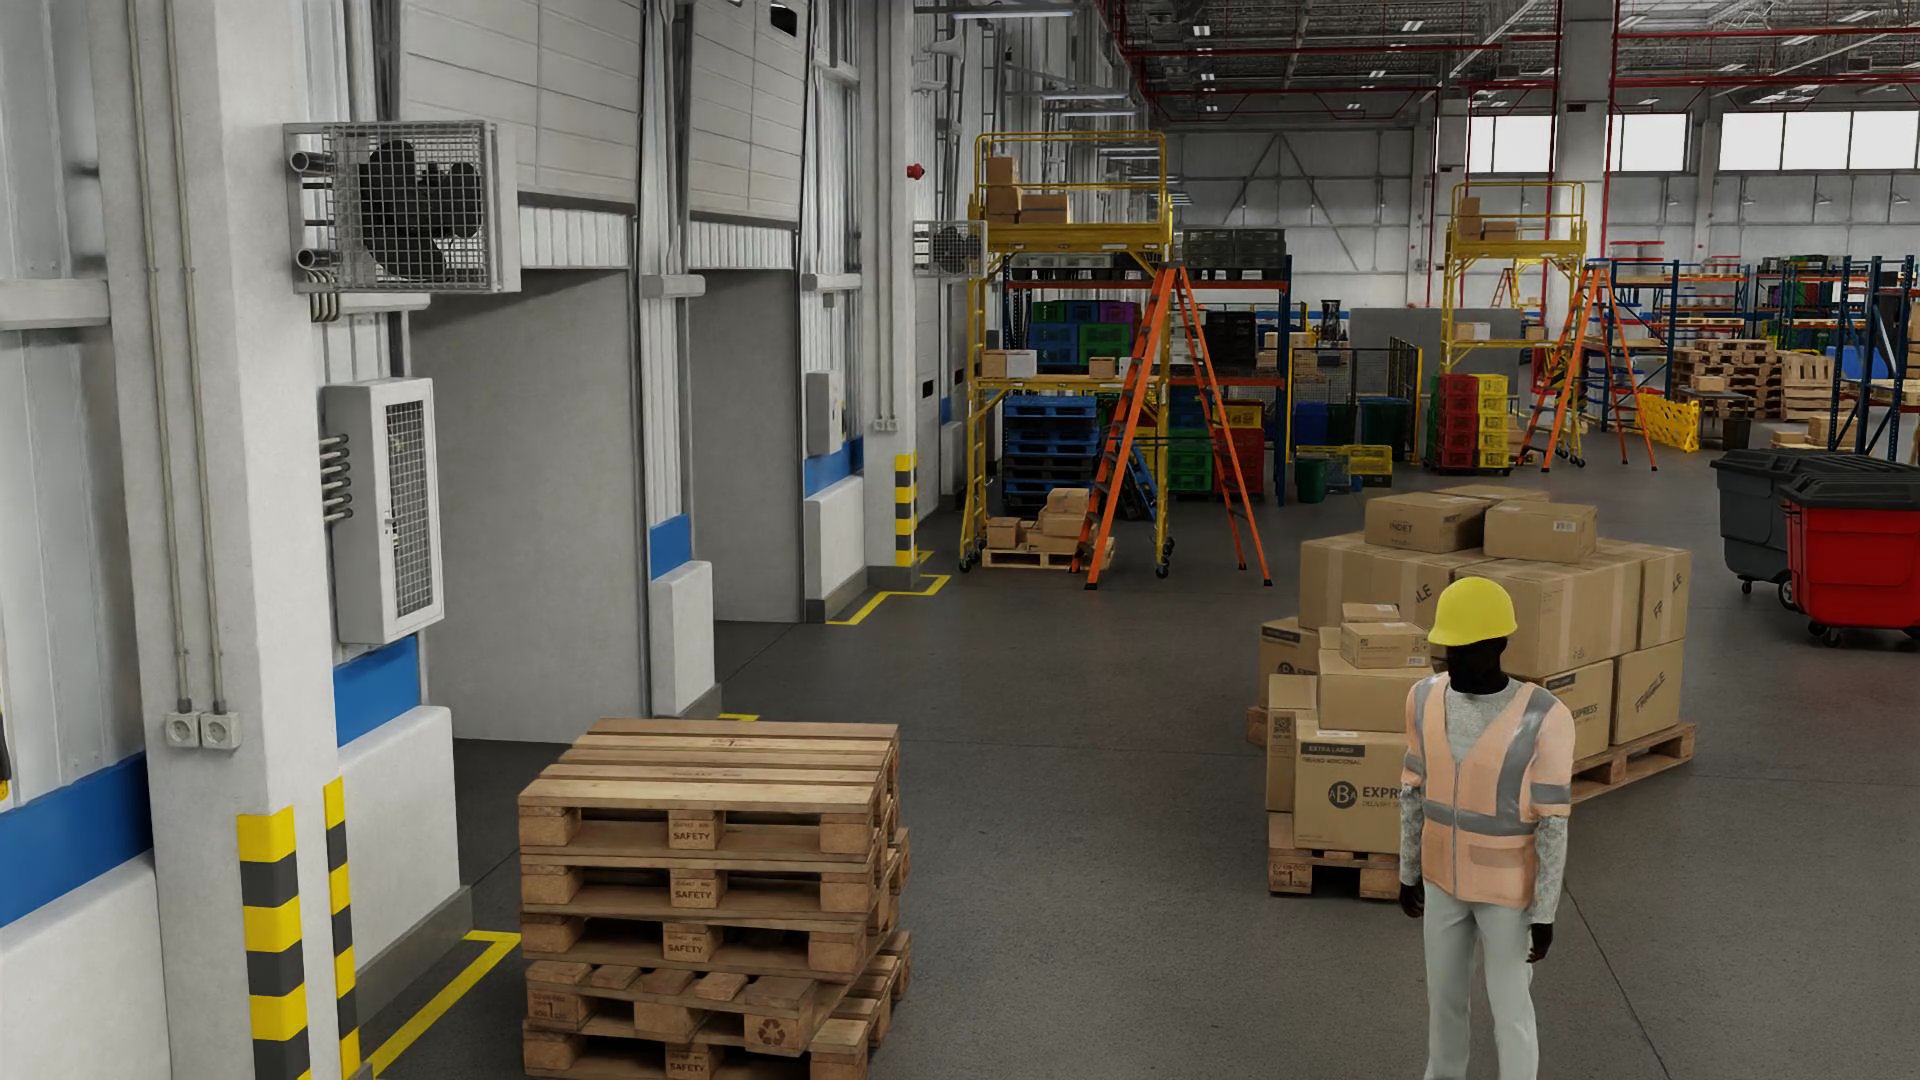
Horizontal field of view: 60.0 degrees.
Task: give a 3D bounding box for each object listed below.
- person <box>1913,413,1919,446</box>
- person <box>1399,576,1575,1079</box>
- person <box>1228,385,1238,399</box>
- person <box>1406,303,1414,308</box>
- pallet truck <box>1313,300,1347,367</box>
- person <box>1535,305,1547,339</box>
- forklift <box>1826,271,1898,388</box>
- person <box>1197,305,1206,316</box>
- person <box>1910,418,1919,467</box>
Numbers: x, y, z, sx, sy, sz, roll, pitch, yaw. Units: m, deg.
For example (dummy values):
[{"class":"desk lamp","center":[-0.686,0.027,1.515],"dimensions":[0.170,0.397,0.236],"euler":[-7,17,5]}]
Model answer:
[{"class":"person","center":[15.694,-2.361,26.850],"dimensions":[0.485,1.737,0.321],"euler":[-4,10,-24]},{"class":"person","center":[1.609,1.057,5.210],"dimensions":[0.395,1.920,0.585],"euler":[-8,12,-39]},{"class":"person","center":[5.742,-3.600,34.817],"dimensions":[0.315,1.634,0.516],"euler":[-2,10,-15]},{"class":"person","center":[13.910,-6.373,51.190],"dimensions":[0.618,1.865,0.789],"euler":[-8,12,-42]},{"class":"pallet truck","center":[11.159,-6.200,49.718],"dimensions":[0.823,1.965,1.885],"euler":[4,10,26]},{"class":"person","center":[16.000,-5.477,45.555],"dimensions":[0.639,1.899,0.774],"euler":[-2,9,-9]},{"class":"forklift","center":[21.071,-4.771,38.191],"dimensions":[1.873,2.768,1.129],"euler":[1,9,9]},{"class":"person","center":[6.406,-5.313,44.470],"dimensions":[0.543,1.929,0.387],"euler":[-8,12,-42]},{"class":"person","center":[10.189,-0.882,17.393],"dimensions":[0.328,1.843,0.515],"euler":[-2,9,-13]}]
